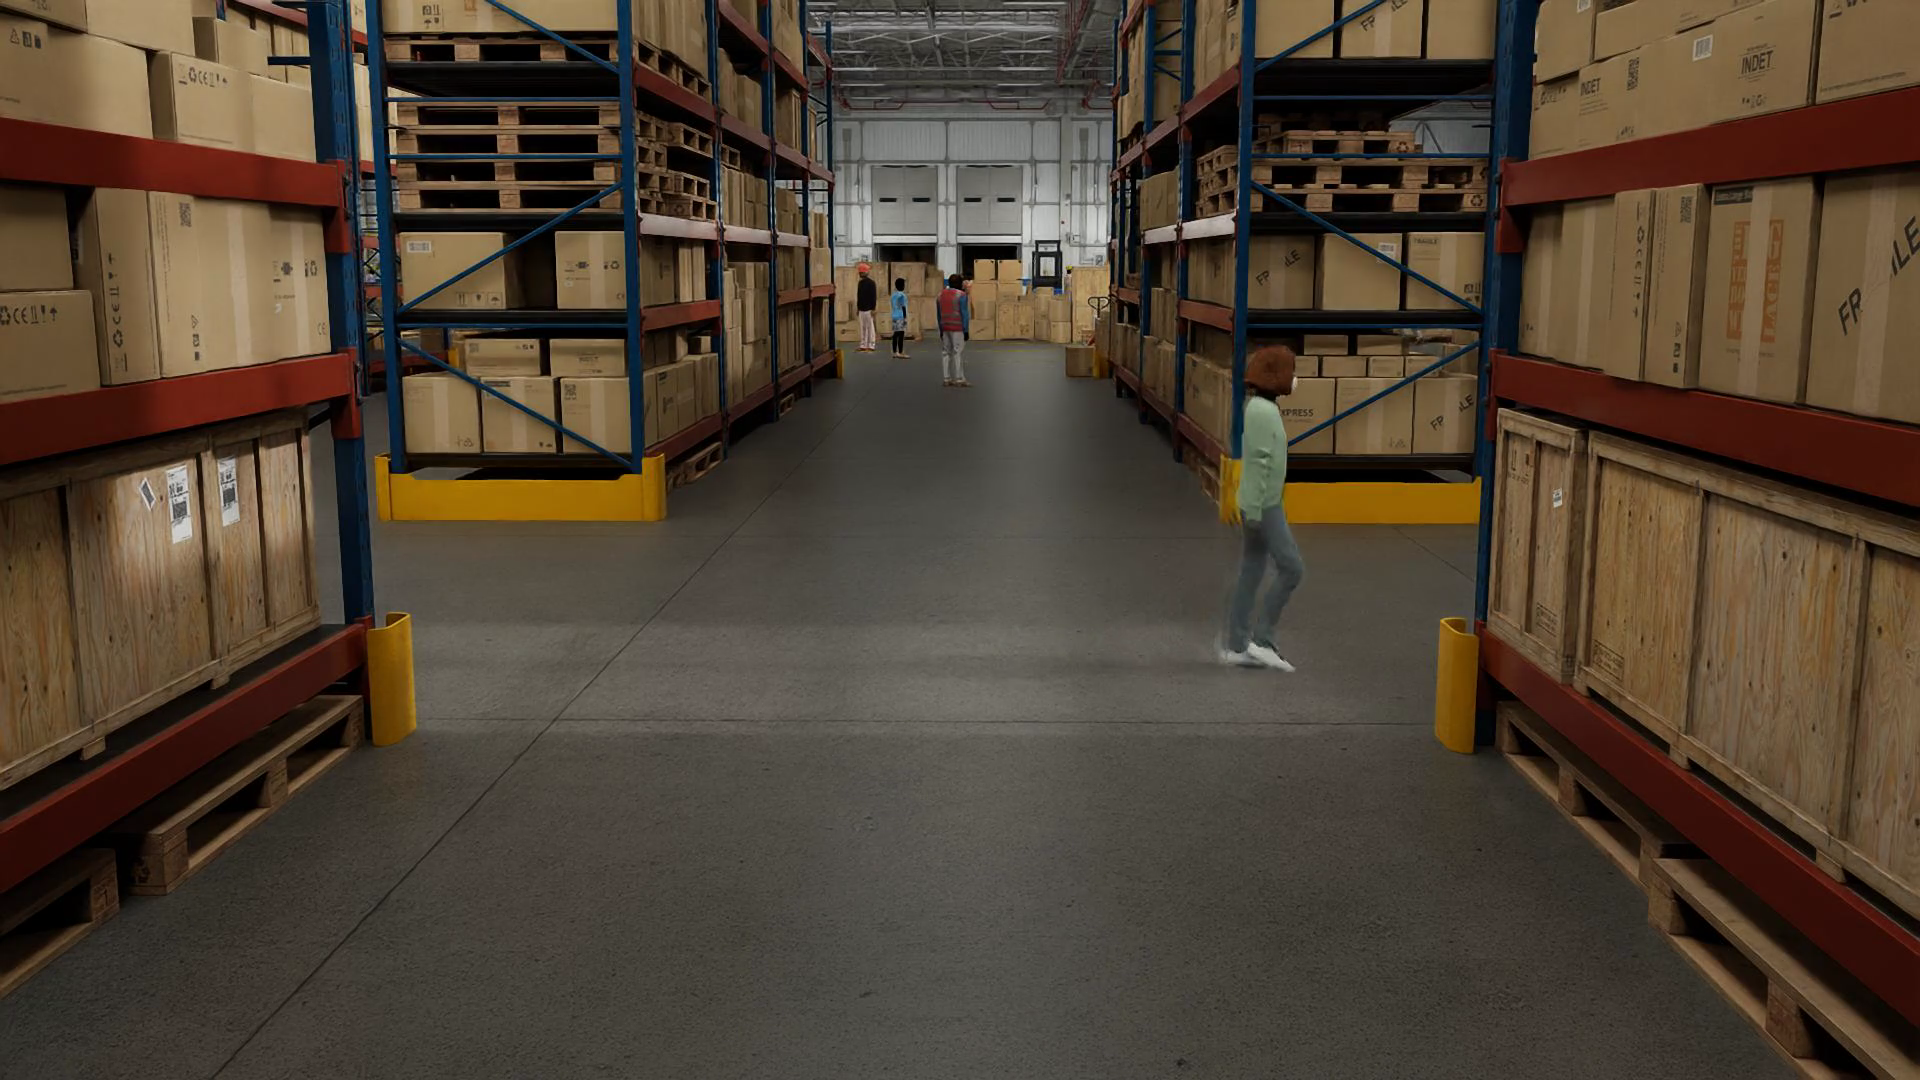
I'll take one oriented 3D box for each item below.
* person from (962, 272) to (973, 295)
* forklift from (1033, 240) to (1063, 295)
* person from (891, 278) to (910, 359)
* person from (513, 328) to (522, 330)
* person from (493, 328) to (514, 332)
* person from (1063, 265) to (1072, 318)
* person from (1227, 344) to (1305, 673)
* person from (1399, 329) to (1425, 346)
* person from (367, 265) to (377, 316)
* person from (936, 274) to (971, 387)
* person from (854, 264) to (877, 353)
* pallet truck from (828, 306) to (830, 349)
[{"bbox_3d":[0.335,-8.850,60.139,0.530,1.689,0.321,0,9,-1],"label":"person"},{"bbox_3d":[3.138,-9.353,59.589,1.129,2.768,1.873,0,9,1],"label":"forklift"},{"bbox_3d":[-1.265,-4.666,35.042,0.318,1.699,0.535,-5,11,-29],"label":"person"},{"bbox_3d":[-7.965,-3.966,30.265,0.656,1.897,0.964,-5,11,-26],"label":"person"},{"bbox_3d":[-7.735,-3.583,28.022,0.562,1.899,0.709,7,12,38],"label":"person"},{"bbox_3d":[3.959,-8.978,60.197,0.593,1.922,0.383,-7,12,-36],"label":"person"},{"bbox_3d":[1.541,-0.149,8.179,0.472,1.617,0.512,2,10,10],"label":"person"},{"bbox_3d":[10.895,-5.638,40.276,0.964,1.904,0.643,-3,10,-18],"label":"person"},{"bbox_3d":[-22.164,-9.404,62.742,0.385,1.925,0.591,-6,11,-31],"label":"person"},{"bbox_3d":[-0.086,-3.395,27.029,0.621,1.837,0.430,9,13,42],"label":"person"},{"bbox_3d":[-2.119,-5.181,37.260,0.392,1.988,0.609,-8,12,-39],"label":"person"},{"bbox_3d":[-3.100,-3.940,29.800,1.885,1.965,0.823,3,10,19],"label":"pallet truck"}]
